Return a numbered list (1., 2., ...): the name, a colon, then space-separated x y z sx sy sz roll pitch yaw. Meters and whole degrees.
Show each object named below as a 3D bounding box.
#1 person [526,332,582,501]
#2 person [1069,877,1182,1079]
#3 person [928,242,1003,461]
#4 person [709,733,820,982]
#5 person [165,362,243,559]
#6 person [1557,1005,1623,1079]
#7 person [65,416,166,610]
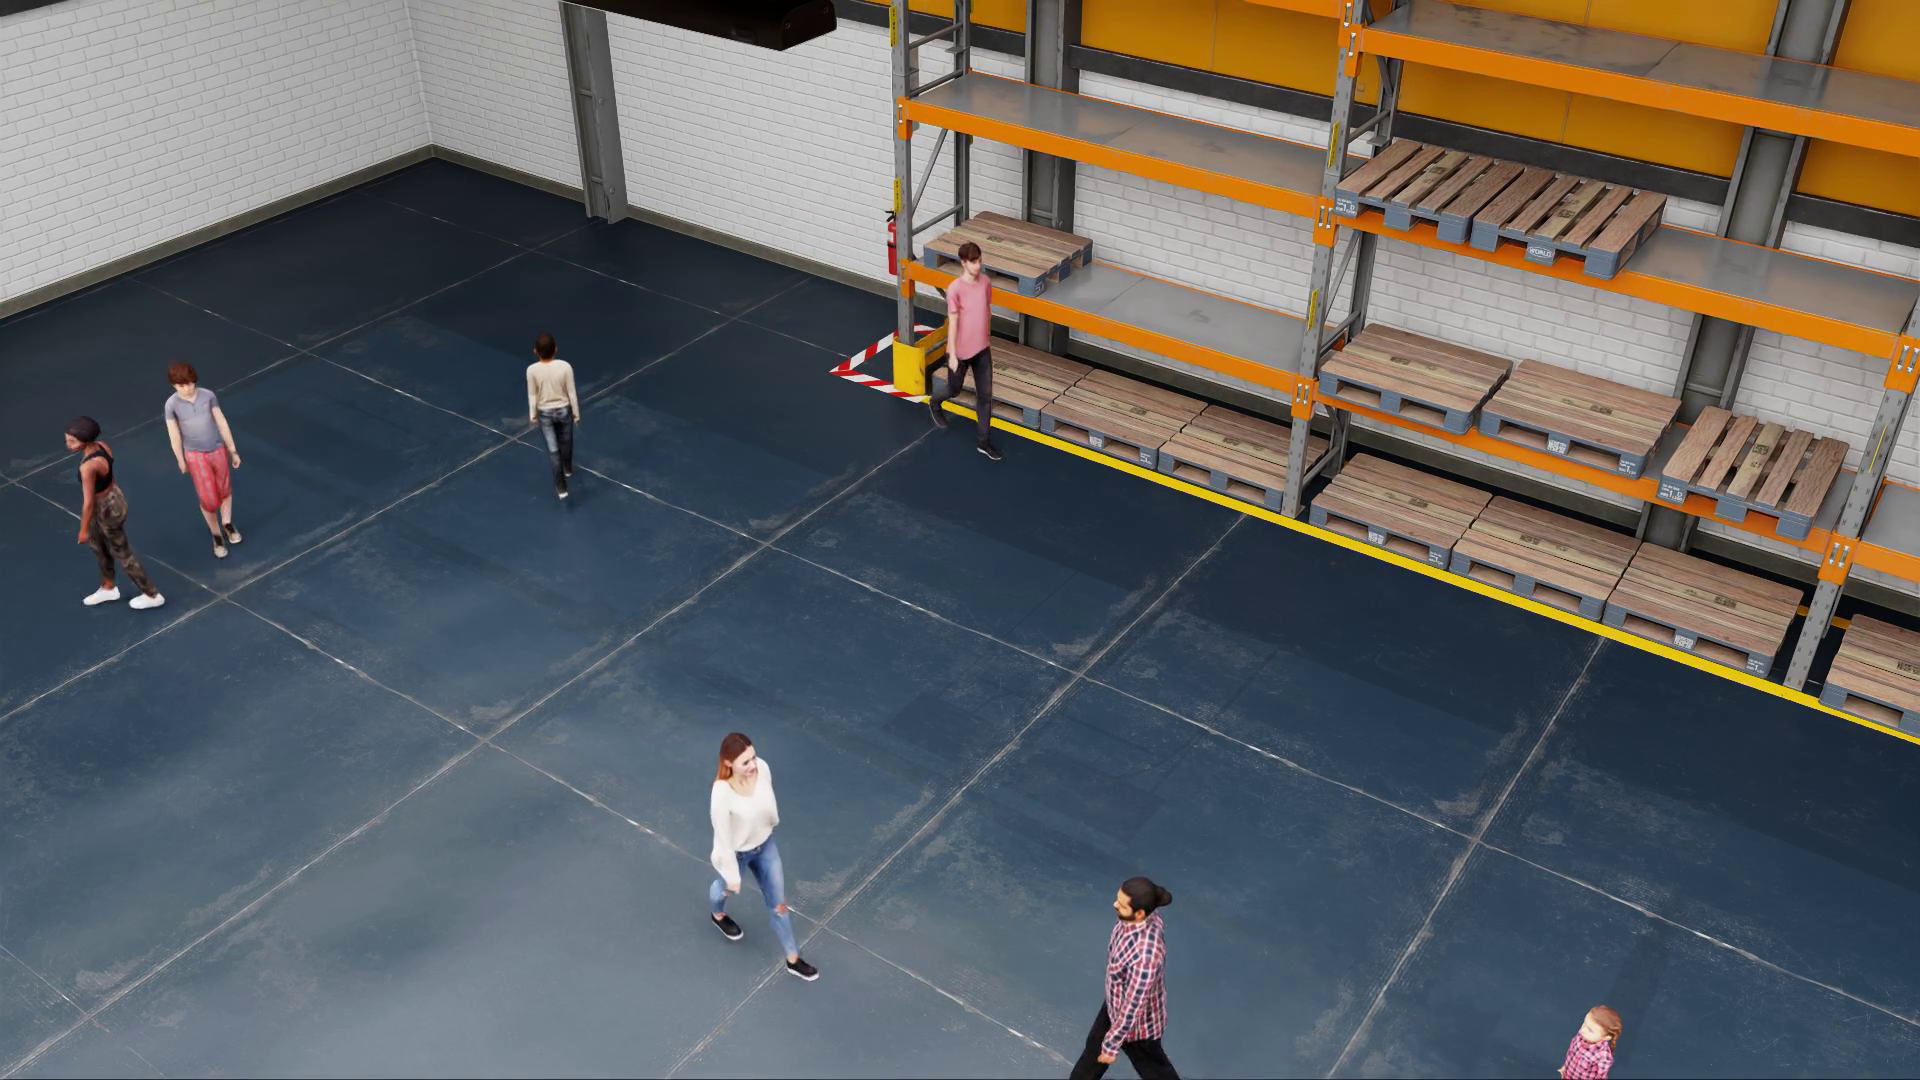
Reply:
1. person: -3.381 -1.016 13.873 0.915 1.446 1.049 -11 35 -16
2. person: 0.960 2.405 8.477 1.201 1.721 1.118 -4 34 -6
3. person: 0.016 -1.685 14.443 0.903 1.928 1.262 -22 39 -29
4. person: -1.293 1.760 9.521 1.125 1.641 0.748 27 42 34
5. person: -6.020 -0.717 13.251 0.689 1.635 0.767 -23 40 -30
6. person: 3.211 2.772 8.556 0.562 1.022 0.497 -8 34 -12
7. person: -6.255 -0.177 12.406 0.942 1.672 0.884 -3 34 -5
